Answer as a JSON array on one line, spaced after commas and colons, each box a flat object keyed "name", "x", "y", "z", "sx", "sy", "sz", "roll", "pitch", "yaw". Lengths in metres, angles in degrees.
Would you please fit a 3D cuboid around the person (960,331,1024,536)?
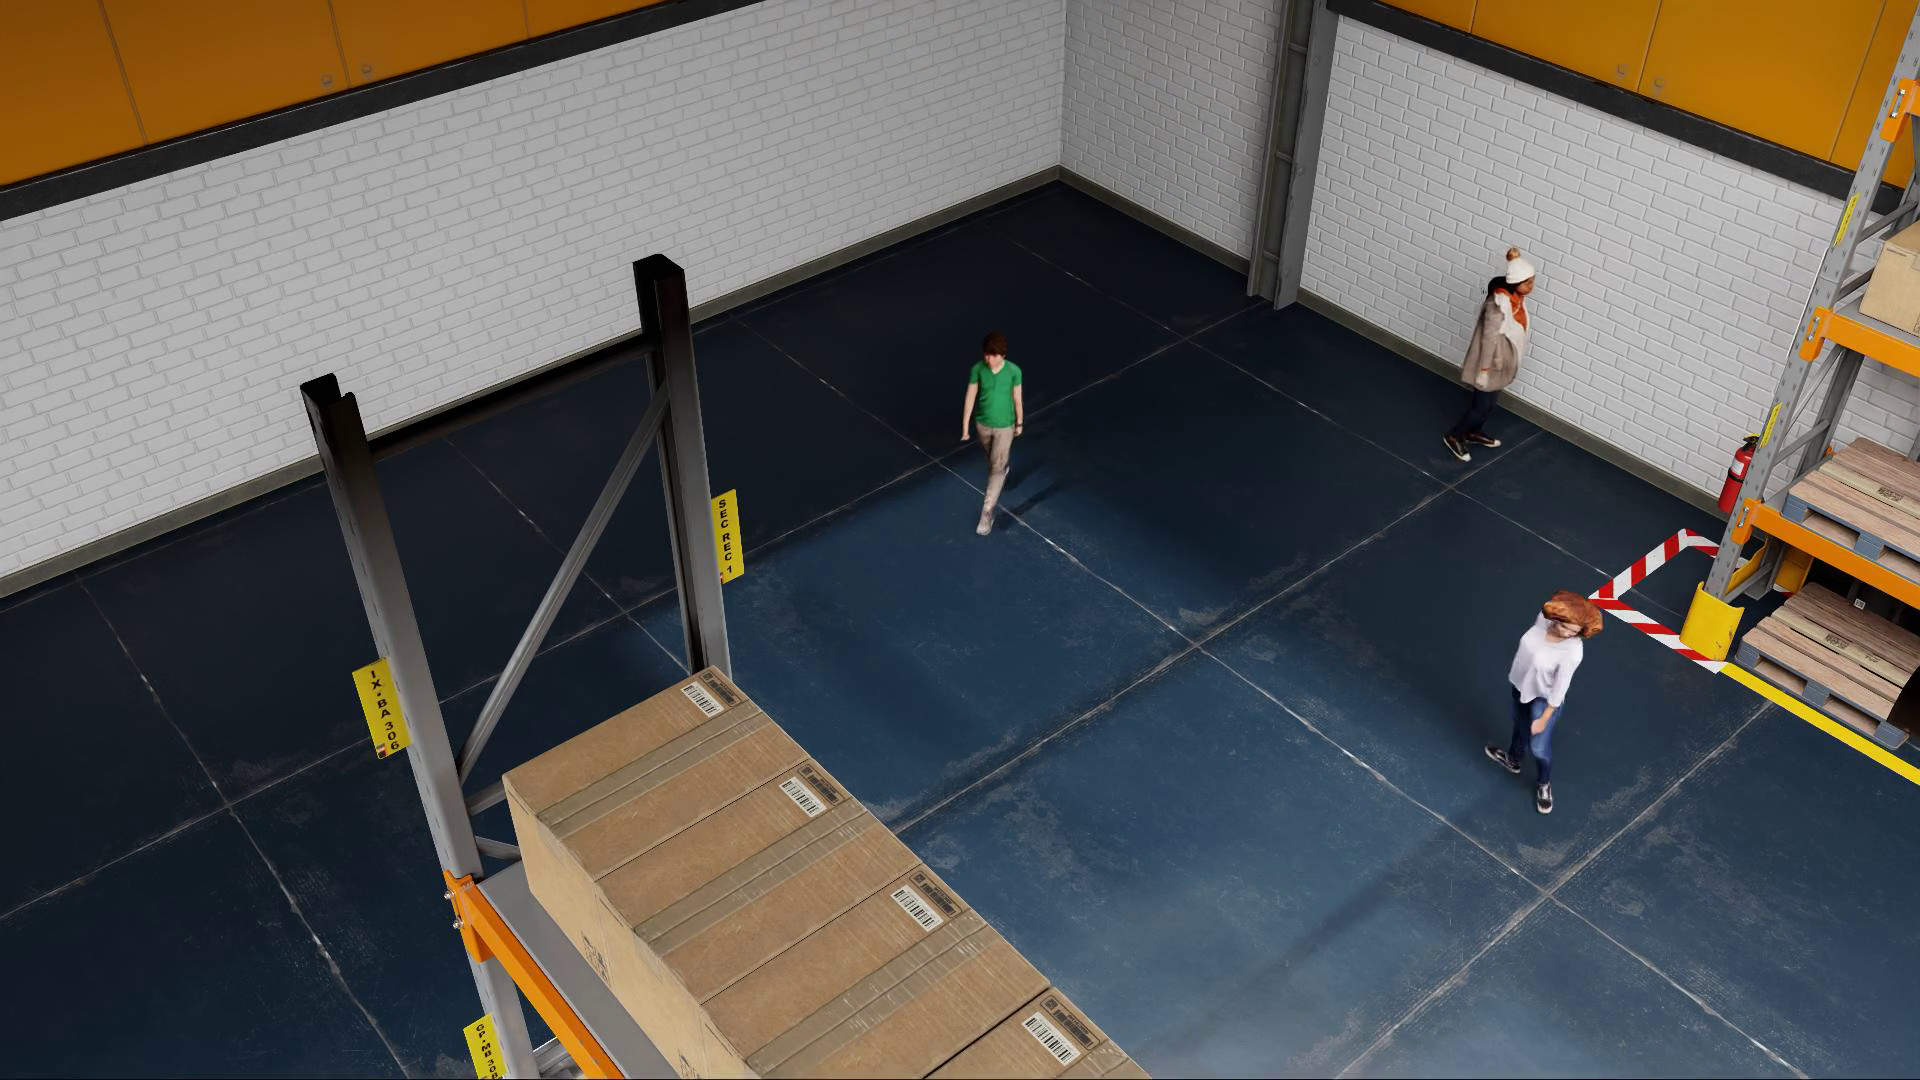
[{"name": "person", "x": 0.285, "y": -0.949, "z": 12.982, "sx": 1.136, "sy": 1.609, "sz": 1.064, "roll": 10, "pitch": 40, "yaw": 12}]

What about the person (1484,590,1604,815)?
[{"name": "person", "x": 3.698, "y": 0.910, "z": 10.598, "sx": 0.948, "sy": 1.680, "sz": 0.792, "roll": 3, "pitch": 39, "yaw": 3}]

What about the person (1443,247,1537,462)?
[{"name": "person", "x": 4.273, "y": -1.511, "z": 13.457, "sx": 0.826, "sy": 1.894, "sz": 0.835, "roll": 18, "pitch": 42, "yaw": 22}]
